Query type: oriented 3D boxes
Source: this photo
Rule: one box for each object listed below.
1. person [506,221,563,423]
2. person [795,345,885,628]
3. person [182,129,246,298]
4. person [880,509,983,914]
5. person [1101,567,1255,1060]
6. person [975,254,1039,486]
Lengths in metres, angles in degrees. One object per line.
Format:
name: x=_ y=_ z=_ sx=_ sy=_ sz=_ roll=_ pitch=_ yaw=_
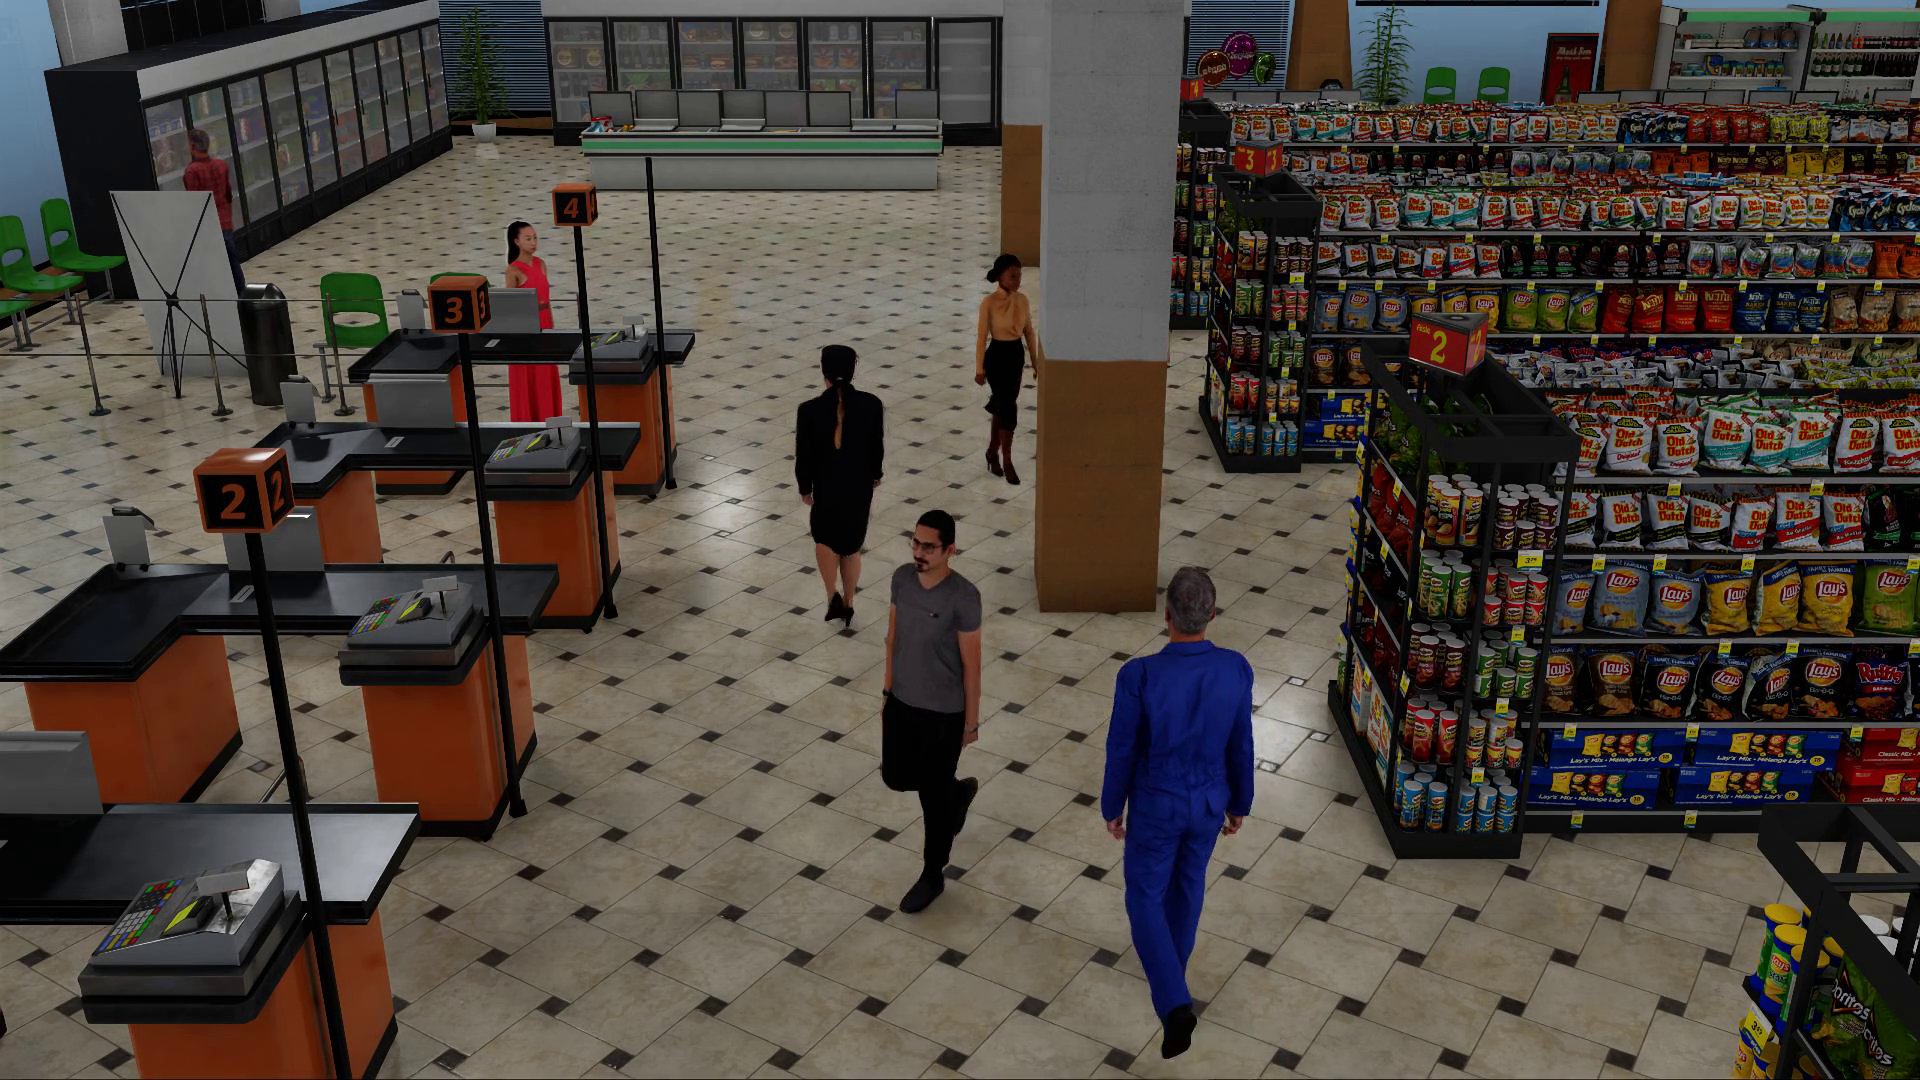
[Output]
person: x=-3.238 y=-1.555 z=12.595 sx=0.727 sy=1.726 sz=0.711 roll=12 pitch=25 yaw=27
person: x=-0.657 y=-0.253 z=9.442 sx=0.699 sy=1.661 sz=0.834 roll=-6 pitch=23 yaw=-15
person: x=-7.306 y=-3.087 z=16.266 sx=0.705 sy=1.831 sz=0.761 roll=9 pitch=24 yaw=22
person: x=-0.084 y=0.670 z=7.040 sx=0.975 sy=1.738 sz=1.000 roll=16 pitch=27 yaw=35
person: x=0.816 y=1.019 z=6.088 sx=1.086 sy=1.801 sz=0.925 roll=-4 pitch=22 yaw=-9
person: x=0.271 y=-1.237 z=11.920 sx=0.783 sy=1.639 sz=0.830 roll=-16 pitch=27 yaw=-35
